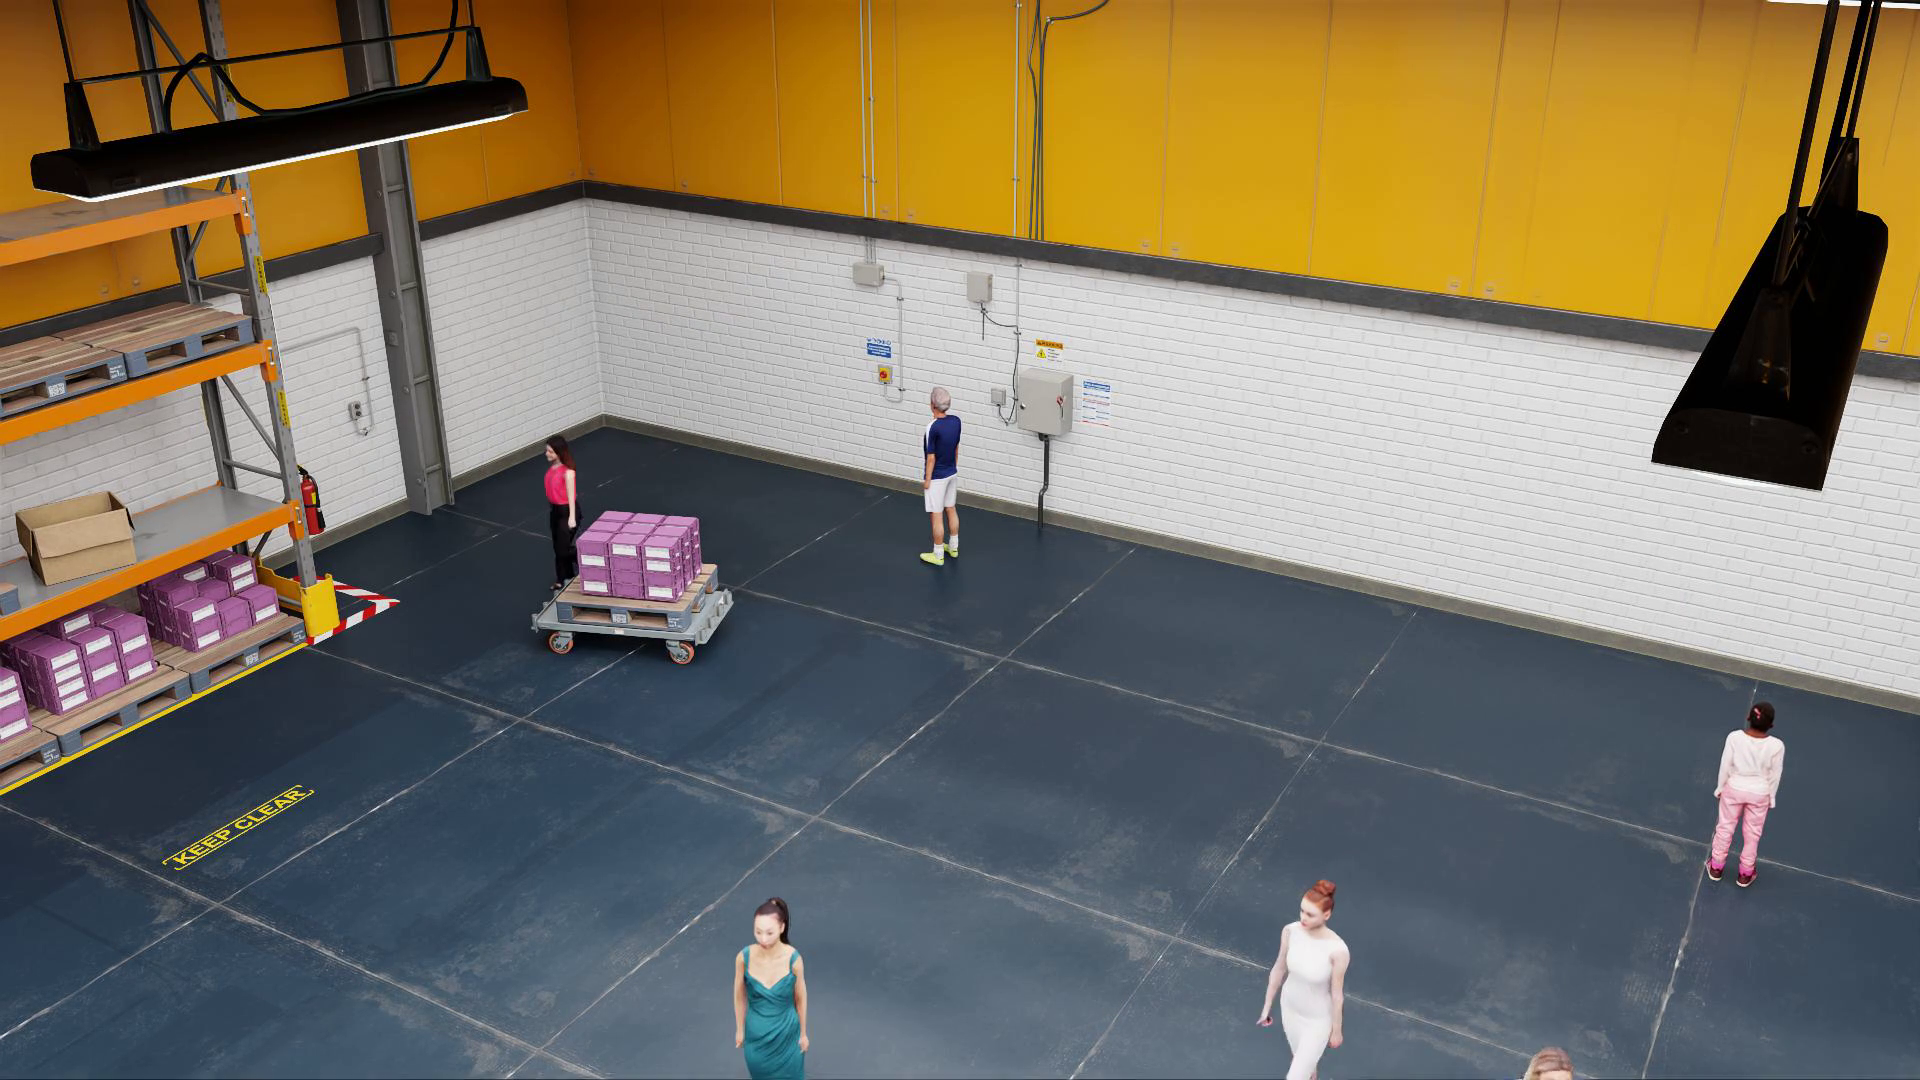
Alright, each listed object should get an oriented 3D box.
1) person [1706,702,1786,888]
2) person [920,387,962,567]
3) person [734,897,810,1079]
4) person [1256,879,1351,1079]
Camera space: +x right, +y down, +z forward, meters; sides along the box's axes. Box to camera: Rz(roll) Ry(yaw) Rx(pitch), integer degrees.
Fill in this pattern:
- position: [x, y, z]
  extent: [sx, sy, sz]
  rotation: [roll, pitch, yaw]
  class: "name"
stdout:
- position: [5.519, 1.758, 11.659]
  extent: [0.542, 1.442, 0.501]
  rotation: [12, 26, 25]
  class: "person"
- position: [-0.190, -0.656, 16.687]
  extent: [0.726, 1.838, 0.537]
  rotation: [18, 29, 35]
  class: "person"
- position: [-1.023, 2.714, 9.165]
  extent: [0.621, 1.688, 0.610]
  rotation: [2, 24, 4]
  class: "person"
- position: [1.993, 2.627, 9.253]
  extent: [0.852, 1.776, 0.725]
  rotation: [-19, 30, -37]
  class: "person"
